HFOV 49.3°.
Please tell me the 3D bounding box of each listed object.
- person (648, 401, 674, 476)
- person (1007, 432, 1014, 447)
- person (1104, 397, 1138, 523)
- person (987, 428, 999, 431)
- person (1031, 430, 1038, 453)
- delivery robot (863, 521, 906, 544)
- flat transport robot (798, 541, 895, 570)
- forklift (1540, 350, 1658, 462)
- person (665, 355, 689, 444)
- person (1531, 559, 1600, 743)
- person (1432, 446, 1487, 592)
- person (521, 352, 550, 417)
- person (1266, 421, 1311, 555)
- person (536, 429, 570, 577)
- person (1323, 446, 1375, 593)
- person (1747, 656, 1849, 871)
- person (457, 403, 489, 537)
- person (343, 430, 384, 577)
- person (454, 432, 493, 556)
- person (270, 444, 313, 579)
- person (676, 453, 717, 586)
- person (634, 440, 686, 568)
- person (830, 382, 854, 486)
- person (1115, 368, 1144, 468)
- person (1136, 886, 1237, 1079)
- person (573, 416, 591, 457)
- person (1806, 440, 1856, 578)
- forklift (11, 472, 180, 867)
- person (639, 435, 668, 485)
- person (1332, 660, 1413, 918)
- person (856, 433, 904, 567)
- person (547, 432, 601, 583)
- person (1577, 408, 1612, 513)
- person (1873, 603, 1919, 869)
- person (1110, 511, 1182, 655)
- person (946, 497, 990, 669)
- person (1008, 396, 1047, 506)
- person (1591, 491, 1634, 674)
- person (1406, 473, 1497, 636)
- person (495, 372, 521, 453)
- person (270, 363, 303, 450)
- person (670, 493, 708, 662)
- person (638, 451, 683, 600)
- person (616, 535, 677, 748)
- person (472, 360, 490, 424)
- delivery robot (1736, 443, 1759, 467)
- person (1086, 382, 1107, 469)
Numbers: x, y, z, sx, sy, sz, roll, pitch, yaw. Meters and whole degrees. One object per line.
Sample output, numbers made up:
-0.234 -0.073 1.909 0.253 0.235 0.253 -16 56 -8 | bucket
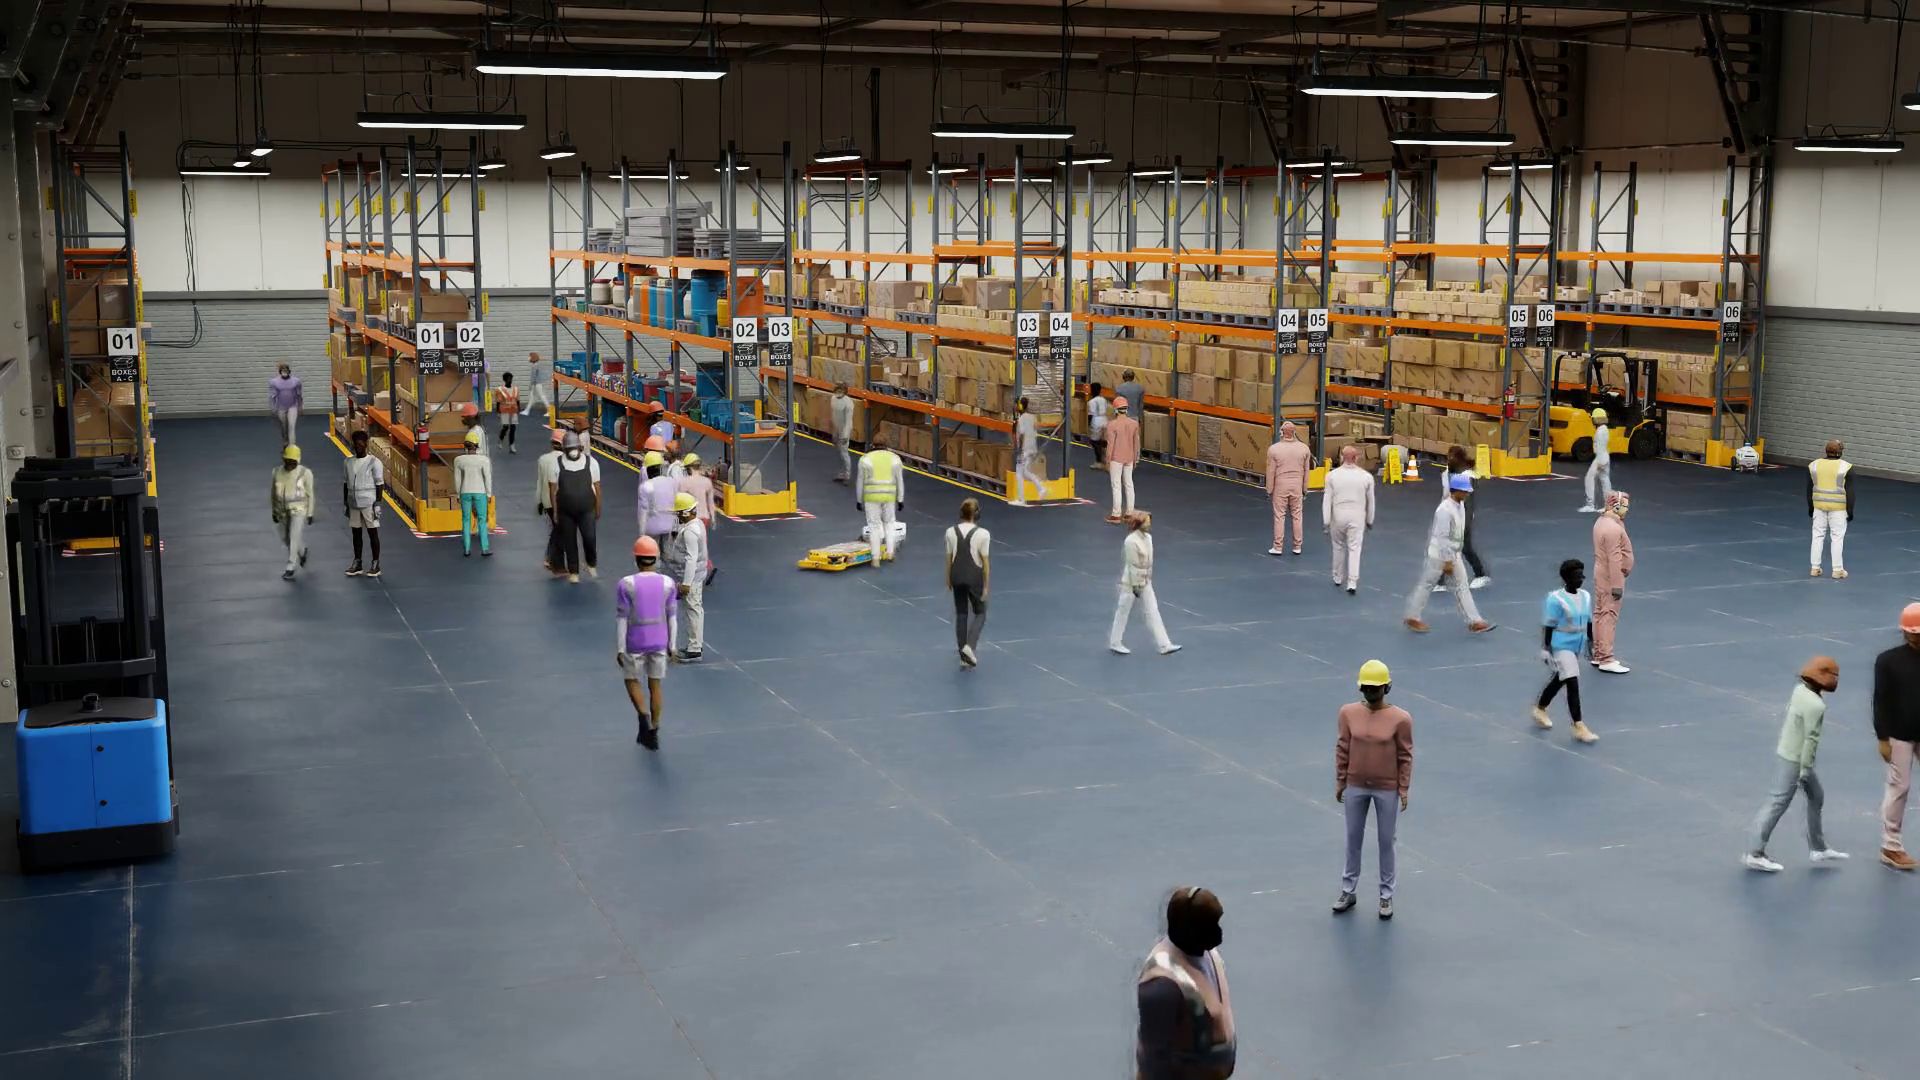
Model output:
-4.749 -1.231 33.092 0.382 1.927 0.542 4 9 24 | person
1.149 -2.644 42.634 0.593 1.885 0.887 -2 9 -13 | person
2.542 -1.271 33.139 0.625 1.990 0.389 -6 10 -34 | person
0.781 -3.391 47.718 0.596 1.851 0.792 -4 9 -23 | person
1.282 -2.150 40.185 0.514 1.637 0.314 -3 9 -22 | person
-1.080 -0.120 30.071 0.477 0.478 0.707 5 10 31 | delivery robot
-1.574 0.207 29.143 0.652 0.197 1.431 5 10 31 | flat transport robot
12.897 -2.725 42.309 2.313 2.155 1.214 -3 9 -21 | forklift
-6.126 -3.031 45.018 0.602 1.949 0.390 1 9 8 | person
5.575 0.977 19.275 0.541 1.657 0.856 -6 10 -34 | person
6.429 -0.287 26.965 0.943 1.882 0.600 -5 10 -28 | person
-10.444 -3.834 51.598 0.887 1.580 0.505 -1 9 -4 | person
4.662 -0.739 29.863 0.643 1.913 0.410 -2 9 -10 | person
-5.358 -0.502 28.048 0.660 1.975 0.444 5 10 30 | person
4.999 -0.274 26.961 0.661 1.860 1.019 1 9 6 | person
6.166 1.616 15.263 0.837 1.570 0.514 1 9 9 | person
-7.342 -1.043 31.512 0.505 2.023 0.628 -2 9 -15 | person
-8.007 -0.495 28.052 0.607 1.966 0.366 3 9 18 | person
-6.913 -0.651 29.762 0.523 1.769 0.313 0 9 1 | person
-8.917 -0.411 28.084 0.589 1.794 0.726 2 9 10 | person
-3.387 -0.259 27.263 0.577 1.722 0.740 -8 12 -44 | person
-3.891 -0.411 27.916 0.956 1.837 0.595 -1 9 -9 | person
-2.182 -1.942 37.983 0.381 1.901 0.792 -6 10 -34 | person
3.264 -2.355 40.544 0.629 1.940 0.376 -4 9 -24 | person
0.935 2.395 9.277 0.611 1.825 0.622 4 9 26 | person
-6.078 -1.187 33.773 0.278 1.631 0.505 0 9 -1 | person
11.649 -0.424 27.997 0.633 1.843 0.429 8 12 43 | person
-6.630 0.886 15.957 1.129 2.768 1.873 -3 9 -21 | forklift
-3.885 -0.315 26.614 0.394 2.040 0.609 -1 9 -6 | person
2.803 1.678 14.230 0.526 1.768 0.330 4 9 26 | person
-1.120 -0.563 28.961 0.644 1.820 0.573 -2 9 -13 | person
-5.051 -0.426 27.487 0.695 2.000 0.541 -2 9 -13 | person
10.387 -1.294 34.194 0.681 1.716 0.510 4 9 24 | person
6.956 1.438 15.172 0.634 1.971 0.603 1 9 5 | person
1.987 0.478 22.779 0.849 1.587 0.541 6 11 36 | person
0.075 0.465 22.120 0.504 1.826 0.454 3 9 19 | person
1.117 -1.488 35.085 0.561 1.848 0.529 4 10 27 | person
6.889 0.431 22.098 0.407 1.904 0.639 1 9 4 | person
5.610 0.166 23.953 1.078 1.869 0.621 7 11 38 | person
-9.330 -2.638 43.283 0.536 1.685 0.382 -7 11 -39 | person
-13.856 -2.709 43.092 0.631 1.897 0.987 -2 9 -15 | person
-2.928 0.393 22.616 0.403 1.822 0.588 0 9 0 | person
-3.719 -0.151 25.918 0.610 1.912 0.591 -8 12 -44 | person
-2.812 0.917 18.792 0.562 1.918 0.427 -4 9 -24 | person
-11.423 -3.657 49.630 0.578 1.817 0.812 -3 9 -18 | person
15.023 -1.603 39.956 0.477 0.478 0.707 2 9 13 | delivery robot
2.598 -2.206 40.378 0.432 1.675 0.547 5 10 32 | person
